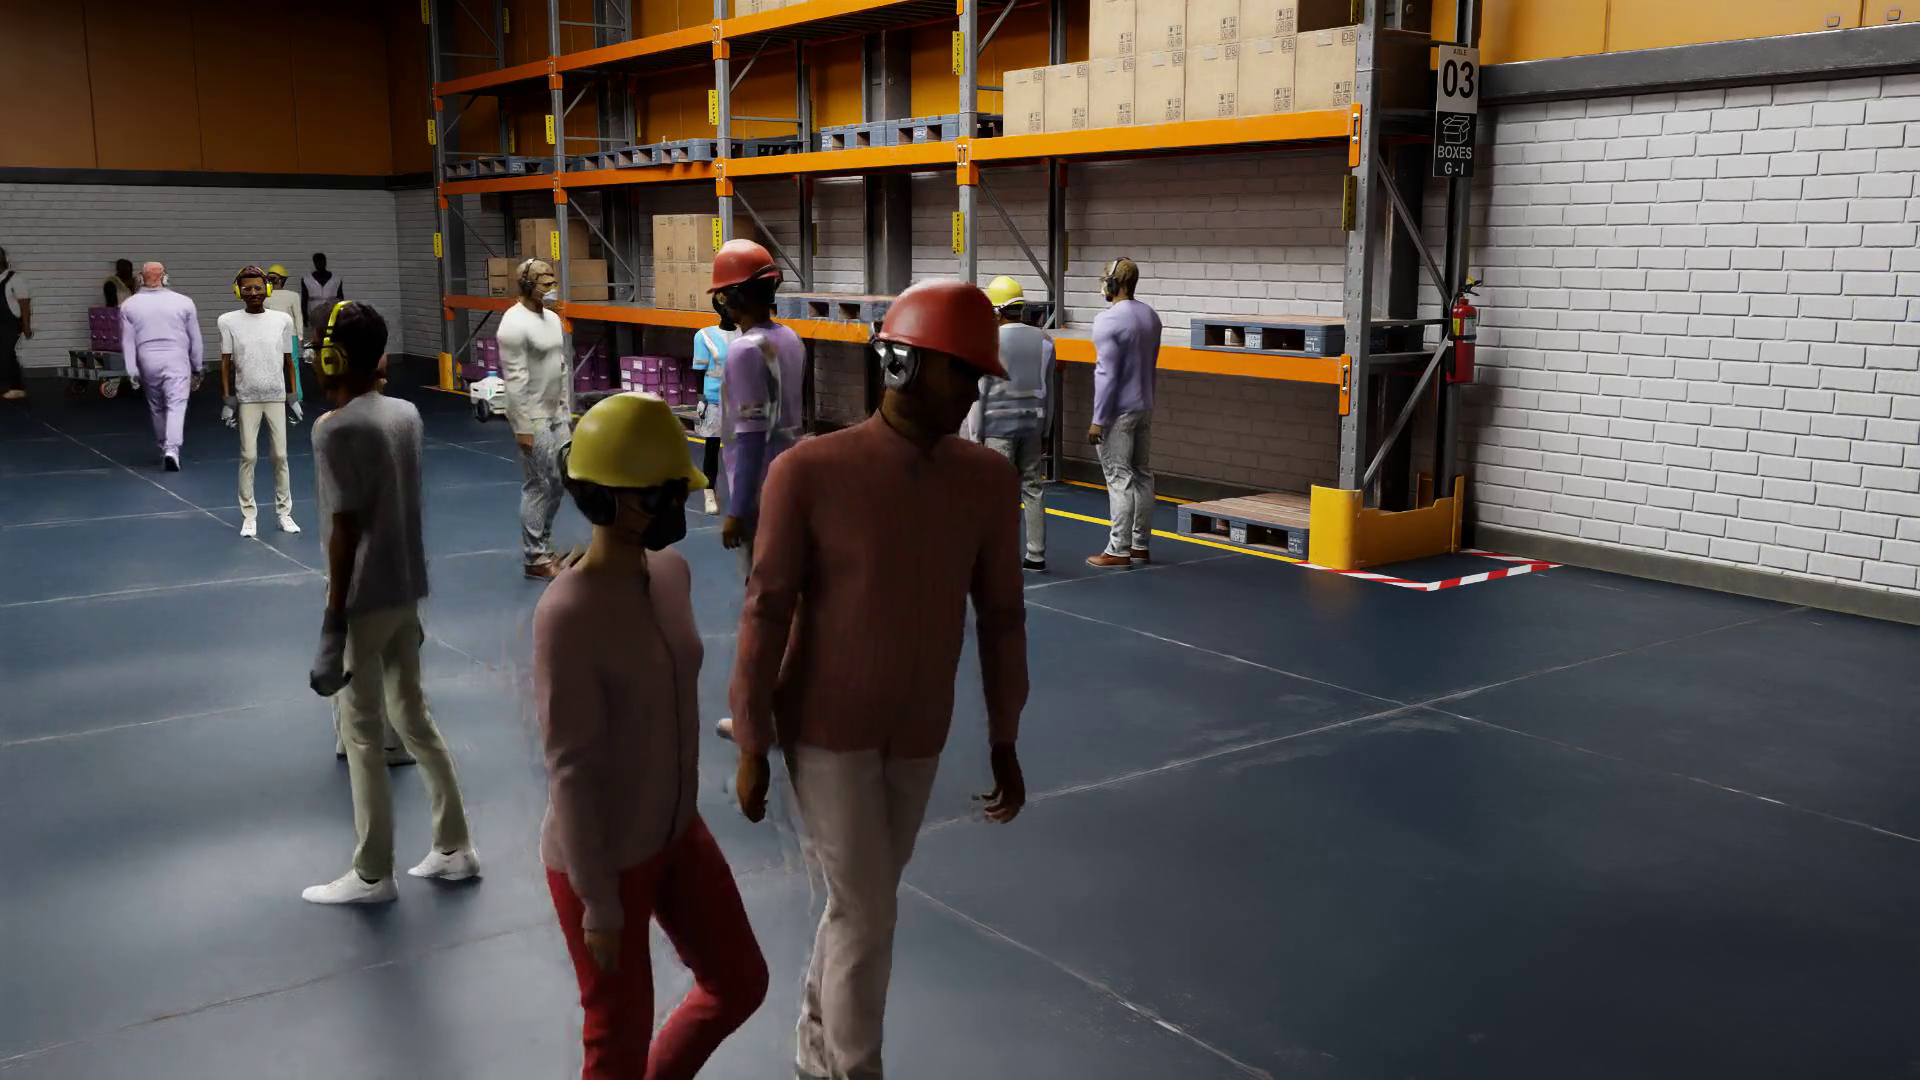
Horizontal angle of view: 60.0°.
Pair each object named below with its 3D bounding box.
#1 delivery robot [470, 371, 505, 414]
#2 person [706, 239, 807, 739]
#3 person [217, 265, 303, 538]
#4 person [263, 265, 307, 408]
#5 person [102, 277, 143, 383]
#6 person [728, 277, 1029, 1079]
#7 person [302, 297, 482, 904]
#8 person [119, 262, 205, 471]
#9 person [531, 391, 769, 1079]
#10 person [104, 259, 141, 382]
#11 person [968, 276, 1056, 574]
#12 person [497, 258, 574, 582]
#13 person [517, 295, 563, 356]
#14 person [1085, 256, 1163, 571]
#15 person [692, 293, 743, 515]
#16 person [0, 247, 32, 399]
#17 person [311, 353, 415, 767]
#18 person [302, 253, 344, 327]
[{"bbox_3d":[-5.341,-1.687,19.035,0.477,0.478,0.707,-7,12,-34],"label":"delivery robot"},{"bbox_3d":[-0.835,-0.197,6.809,0.393,2.036,0.605,2,10,12],"label":"person"},{"bbox_3d":[-4.841,-0.957,11.530,0.531,1.870,0.316,-6,12,-32],"label":"person"},{"bbox_3d":[-8.307,-2.480,20.369,0.522,1.761,0.327,-2,10,-14],"label":"person"},{"bbox_3d":[-12.088,-3.058,24.099,0.732,1.586,0.500,-4,11,-20],"label":"person"},{"bbox_3d":[-0.144,0.422,3.579,0.644,1.946,0.778,-8,13,-36],"label":"person"},{"bbox_3d":[-1.796,0.205,5.070,0.374,1.882,0.533,2,10,13],"label":"person"},{"bbox_3d":[-7.167,-1.565,14.967,0.637,1.867,0.966,-3,10,-14],"label":"person"},{"bbox_3d":[-0.600,0.591,3.174,0.365,1.752,0.542,4,11,19],"label":"person"},{"bbox_3d":[-12.081,-3.167,24.121,0.903,1.792,0.648,4,11,21],"label":"person"},{"bbox_3d":[0.303,-0.680,10.115,0.593,1.826,0.404,-6,12,-29],"label":"person"},{"bbox_3d":[-2.530,-0.714,9.987,0.409,1.930,0.655,2,10,9],"label":"person"},{"bbox_3d":[-3.549,-1.318,13.963,0.430,1.720,0.547,8,13,39],"label":"person"},{"bbox_3d":[1.007,-0.777,10.328,0.373,1.941,0.627,8,13,38],"label":"person"},{"bbox_3d":[-1.738,-1.039,12.472,0.531,1.698,0.317,-5,11,-27],"label":"person"},{"bbox_3d":[-12.405,-2.799,21.369,0.706,2.000,1.027,3,10,14],"label":"person"},{"bbox_3d":[-2.304,0.064,6.455,0.513,1.639,0.313,8,13,37],"label":"person"},{"bbox_3d":[-9.747,-3.458,25.496,0.629,1.890,0.733,-4,11,-20],"label":"person"}]
